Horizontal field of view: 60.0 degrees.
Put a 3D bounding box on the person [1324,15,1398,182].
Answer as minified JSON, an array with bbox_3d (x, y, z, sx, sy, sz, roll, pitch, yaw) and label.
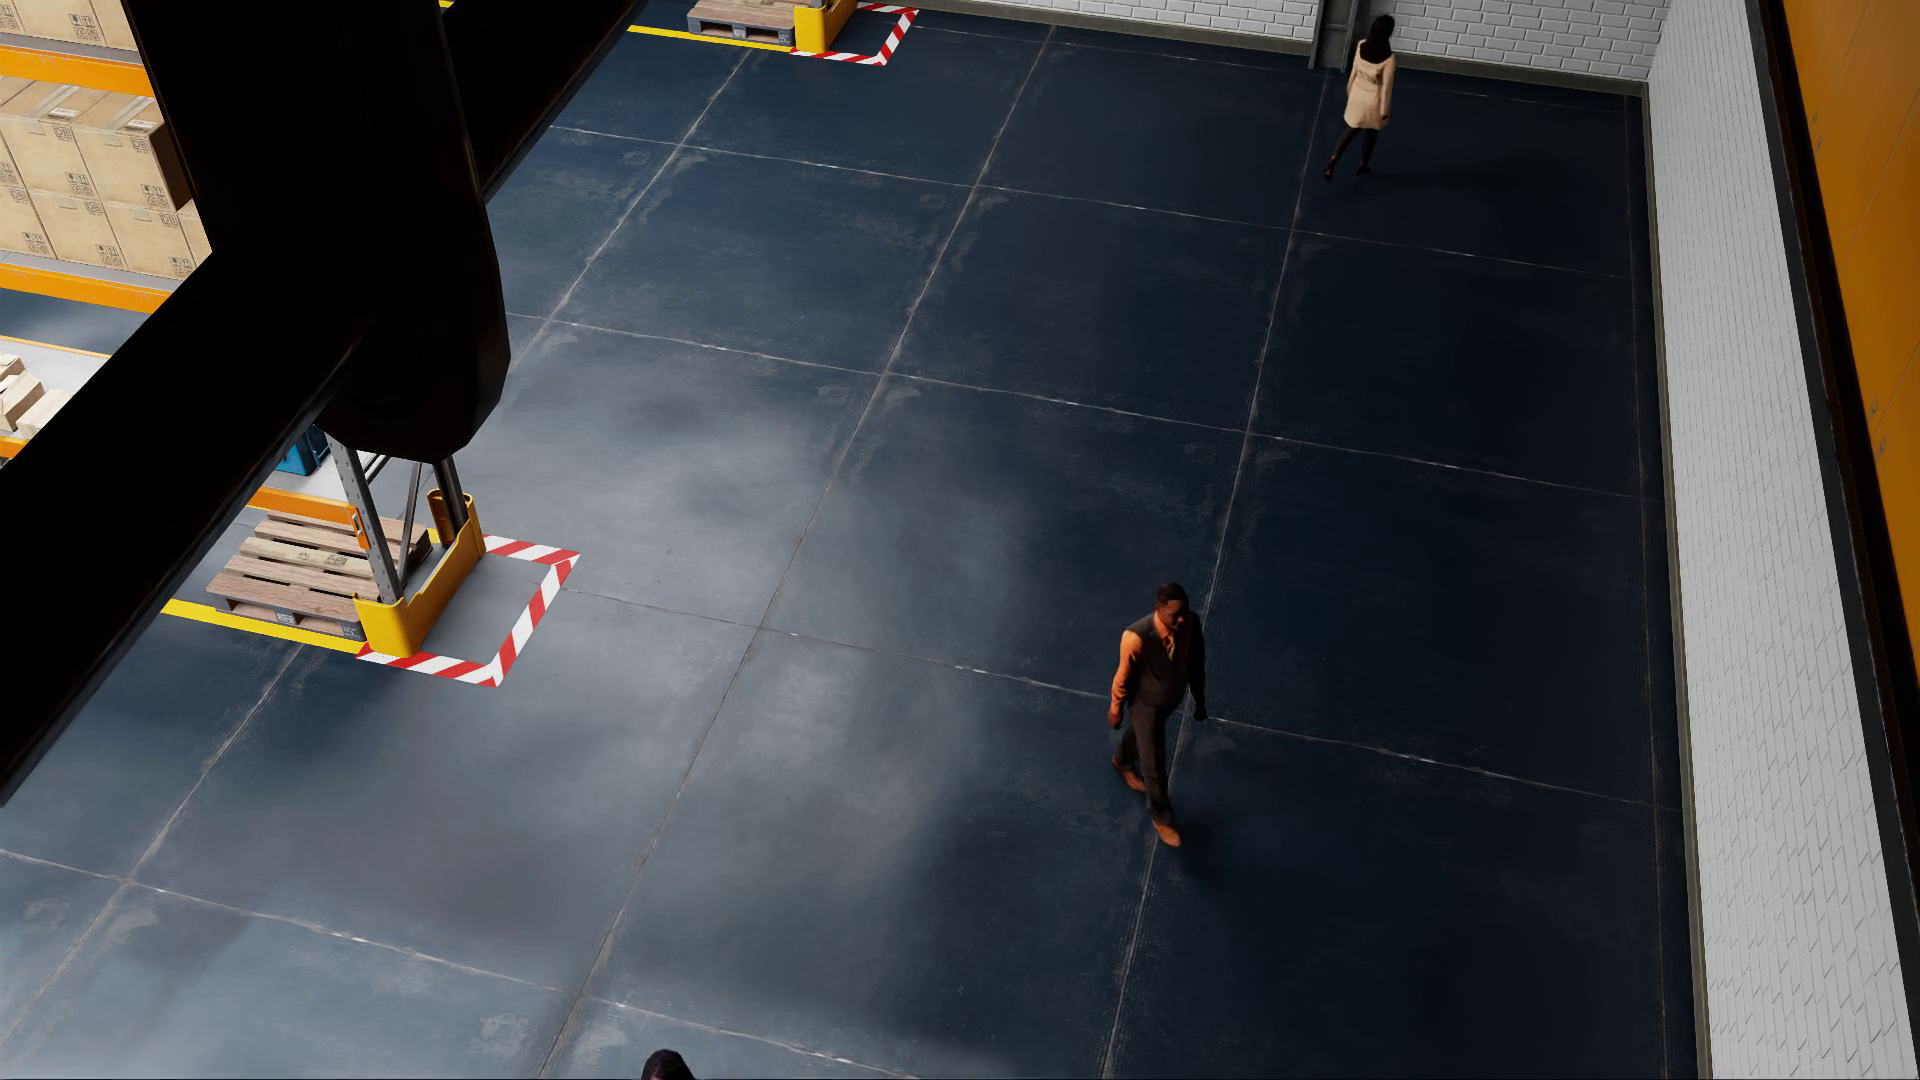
[{"bbox_3d":[3.685,-3.996,15.264,1.002,1.663,1.003,-31,52,-28],"label":"person"}]

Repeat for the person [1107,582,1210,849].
[{"bbox_3d":[1.106,0.878,9.991,1.122,1.879,1.193,-23,48,-22],"label":"person"}]
